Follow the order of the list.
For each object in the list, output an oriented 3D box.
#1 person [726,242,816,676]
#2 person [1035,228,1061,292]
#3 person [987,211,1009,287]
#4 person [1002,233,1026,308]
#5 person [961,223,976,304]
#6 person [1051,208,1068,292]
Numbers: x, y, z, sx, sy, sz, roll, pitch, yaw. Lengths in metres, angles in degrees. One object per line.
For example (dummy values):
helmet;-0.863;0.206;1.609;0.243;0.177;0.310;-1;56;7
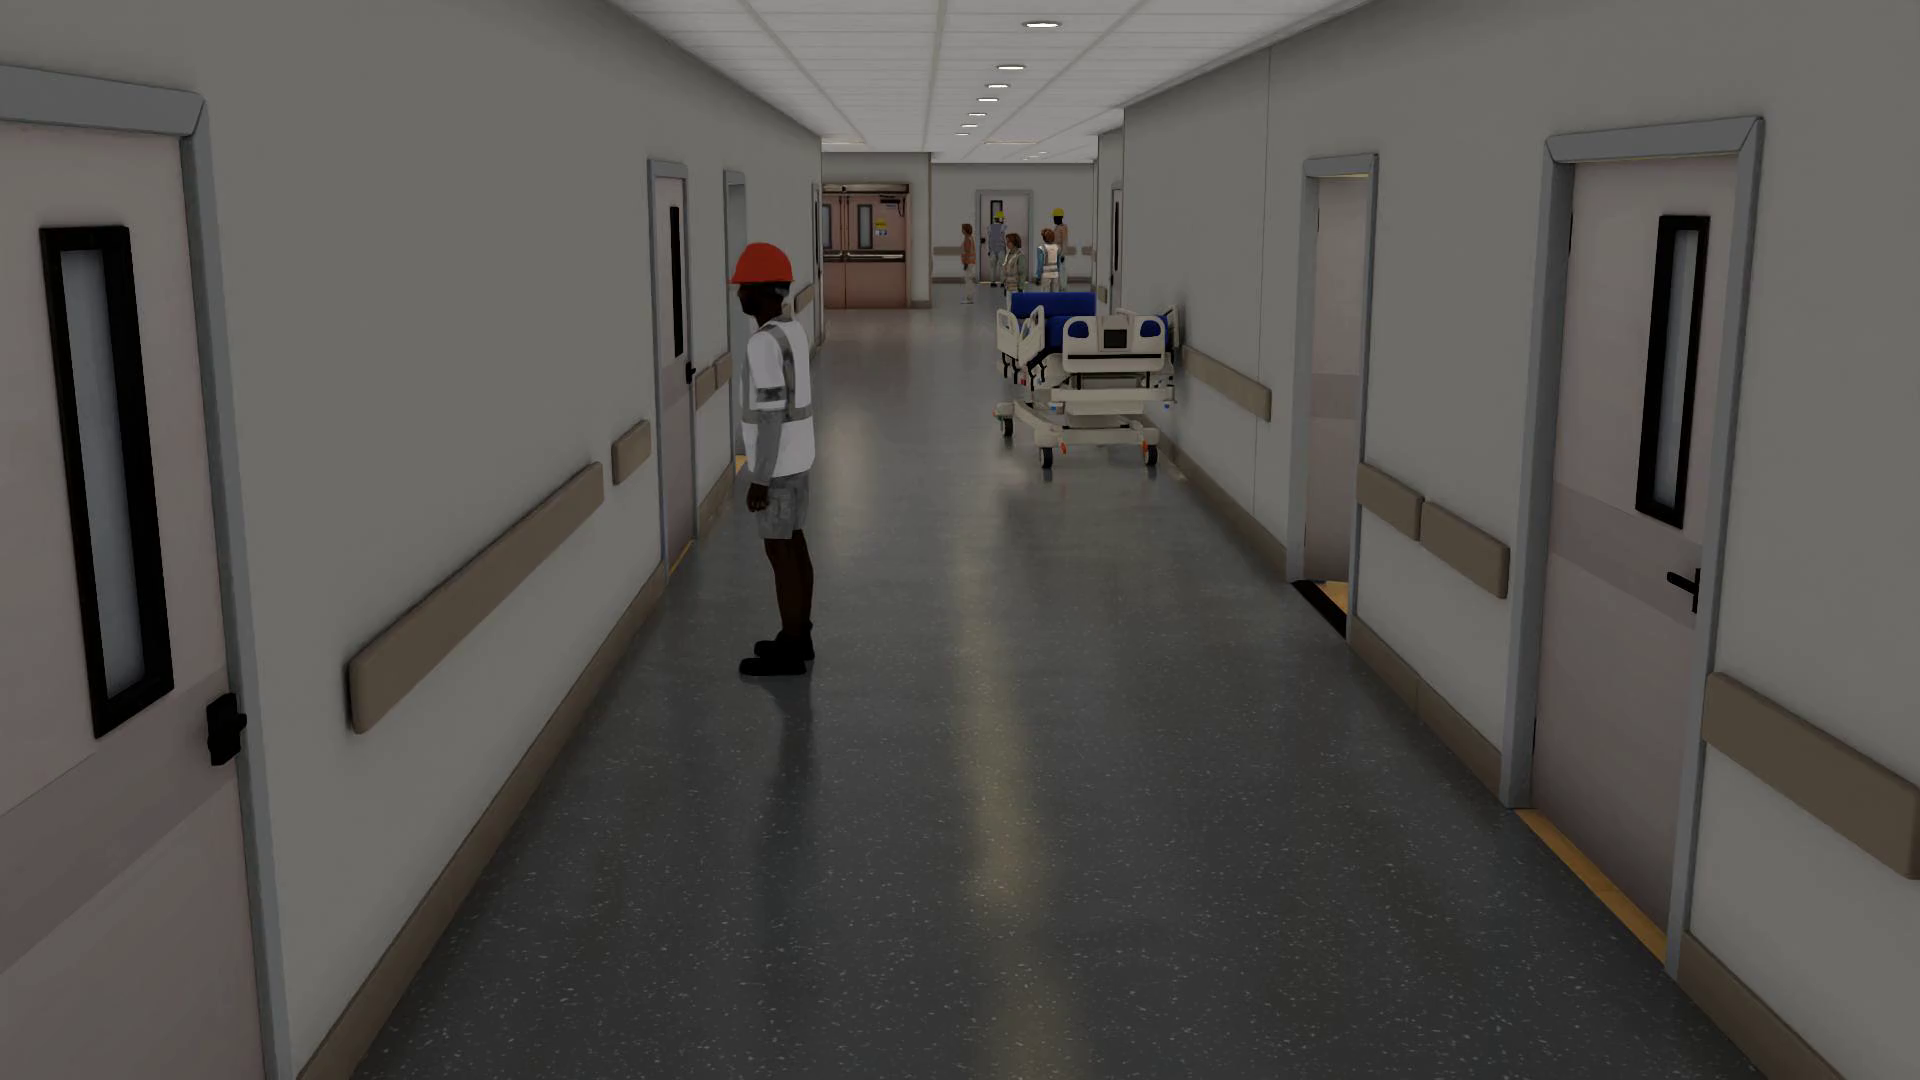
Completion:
person;-0.847;-0.351;7.463;0.379;1.938;0.547;2;12;10
person;1.470;-4.362;27.728;0.514;1.642;0.310;-10;15;-40
person;0.940;-7.055;40.385;0.599;1.827;0.403;6;13;28
person;0.795;-3.655;24.297;0.311;1.636;0.523;-6;13;-25
person;0.167;-5.660;34.061;0.310;1.638;0.523;1;12;4
person;2.168;-6.304;36.492;0.384;1.923;0.593;-3;12;-13
